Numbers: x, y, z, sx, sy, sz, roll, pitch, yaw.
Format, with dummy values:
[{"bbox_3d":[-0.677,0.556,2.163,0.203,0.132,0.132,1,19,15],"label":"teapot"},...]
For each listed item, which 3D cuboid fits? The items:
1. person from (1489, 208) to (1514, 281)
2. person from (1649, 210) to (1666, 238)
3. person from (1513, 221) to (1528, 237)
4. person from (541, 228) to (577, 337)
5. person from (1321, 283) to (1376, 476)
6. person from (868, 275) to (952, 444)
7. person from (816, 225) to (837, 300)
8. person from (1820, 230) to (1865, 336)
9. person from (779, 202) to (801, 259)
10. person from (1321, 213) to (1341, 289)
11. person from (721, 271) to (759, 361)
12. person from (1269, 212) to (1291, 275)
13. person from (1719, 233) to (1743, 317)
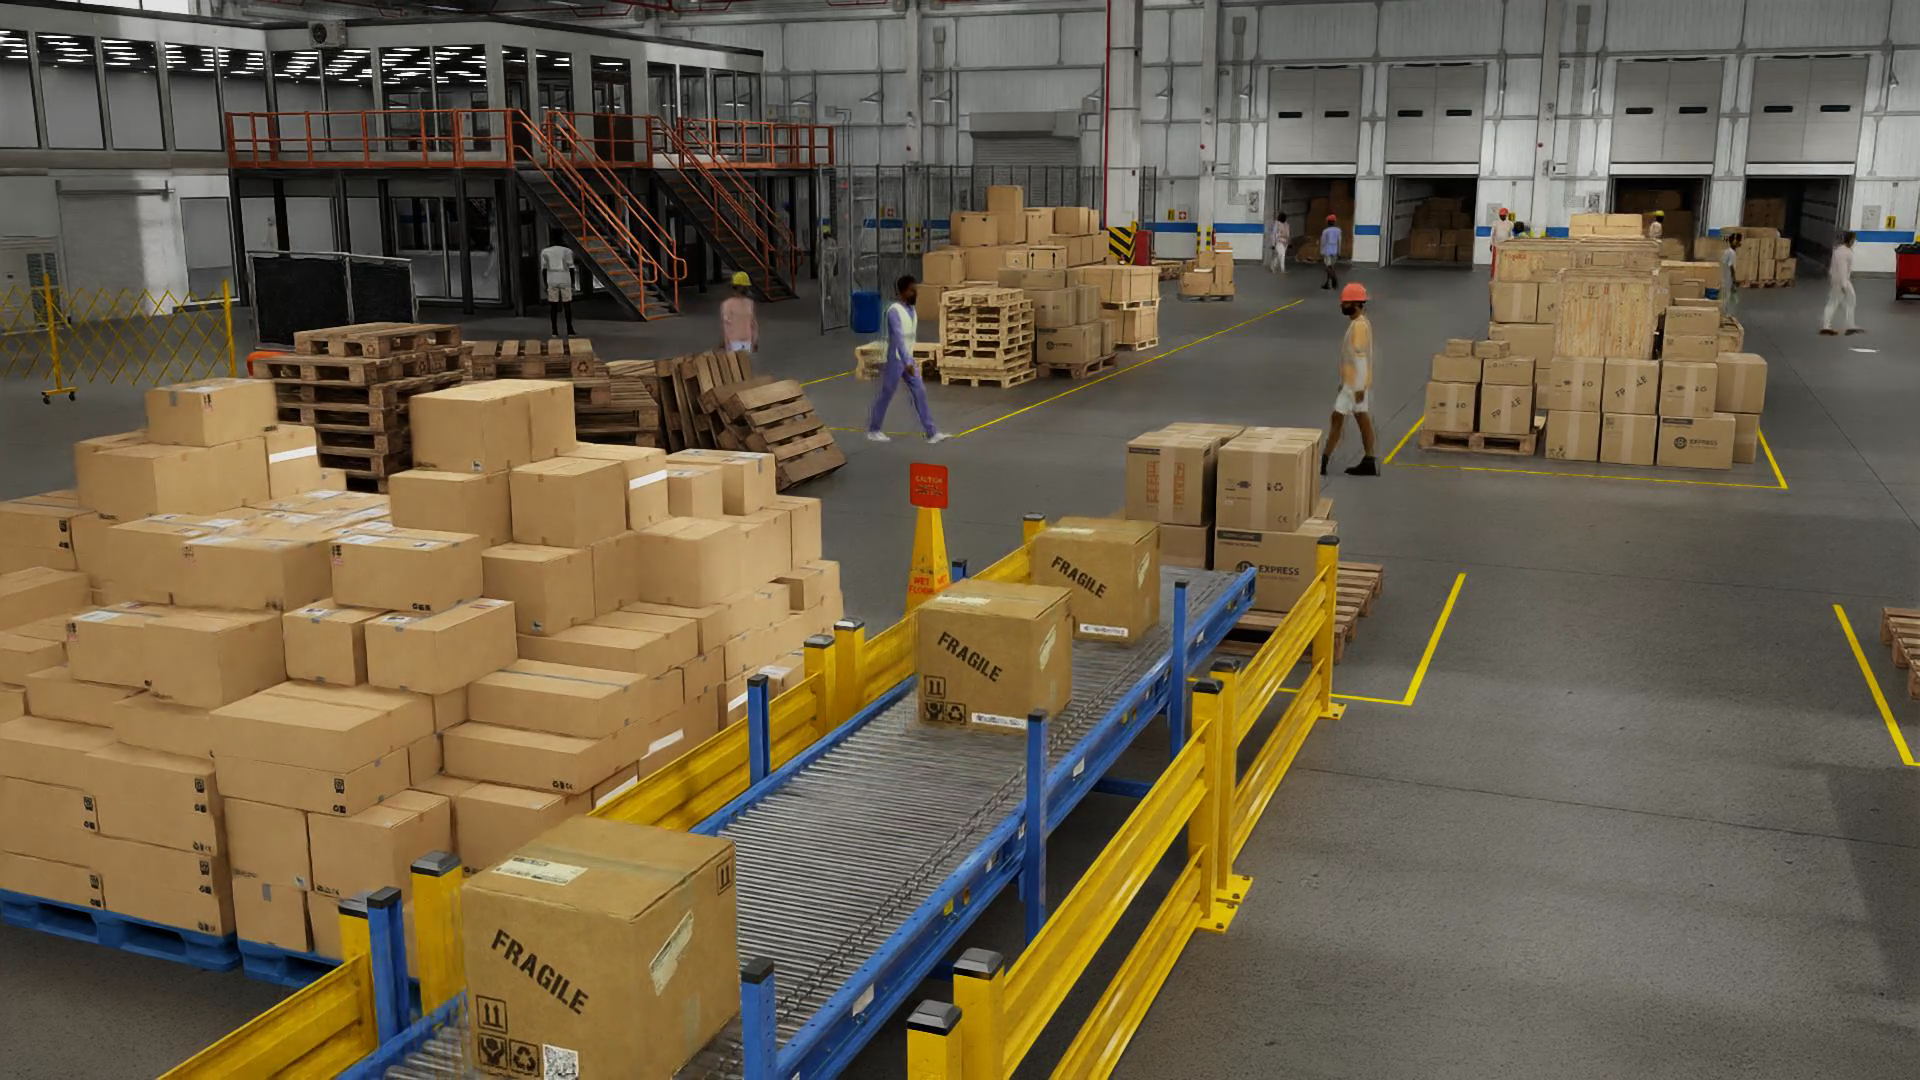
[{"bbox_3d":[14.698,-8.018,45.172,0.608,1.987,0.391,5,13,21],"label":"person"},{"bbox_3d":[19.362,-8.187,46.116,0.593,1.905,0.617,2,13,10],"label":"person"},{"bbox_3d":[12.823,-6.471,38.612,0.784,1.815,0.661,6,14,26],"label":"person"},{"bbox_3d":[-7.280,-4.673,30.211,0.604,1.966,0.367,0,13,0],"label":"person"},{"bbox_3d":[3.754,-1.574,16.443,0.875,1.905,0.570,3,13,14],"label":"person"},{"bbox_3d":[-0.603,-1.986,18.399,1.027,1.862,0.585,7,14,27],"label":"person"},{"bbox_3d":[-3.097,-6.437,38.677,0.494,1.716,0.721,-1,13,-5],"label":"person"},{"bbox_3d":[16.202,-4.664,30.299,0.851,1.904,0.667,9,15,35],"label":"person"},{"bbox_3d":[-5.833,-10.504,56.501,0.982,1.898,0.637,6,14,26],"label":"person"},{"bbox_3d":[9.387,-7.277,42.014,0.549,1.919,0.717,-4,13,-18],"label":"person"},{"bbox_3d":[-2.741,-2.477,20.816,0.383,1.753,0.536,10,16,38],"label":"person"},{"bbox_3d":[9.213,-8.547,47.942,0.631,1.816,0.796,-10,16,-39],"label":"person"},{"bbox_3d":[14.434,-4.811,31.101,0.650,1.844,0.552,4,13,17],"label":"person"}]
